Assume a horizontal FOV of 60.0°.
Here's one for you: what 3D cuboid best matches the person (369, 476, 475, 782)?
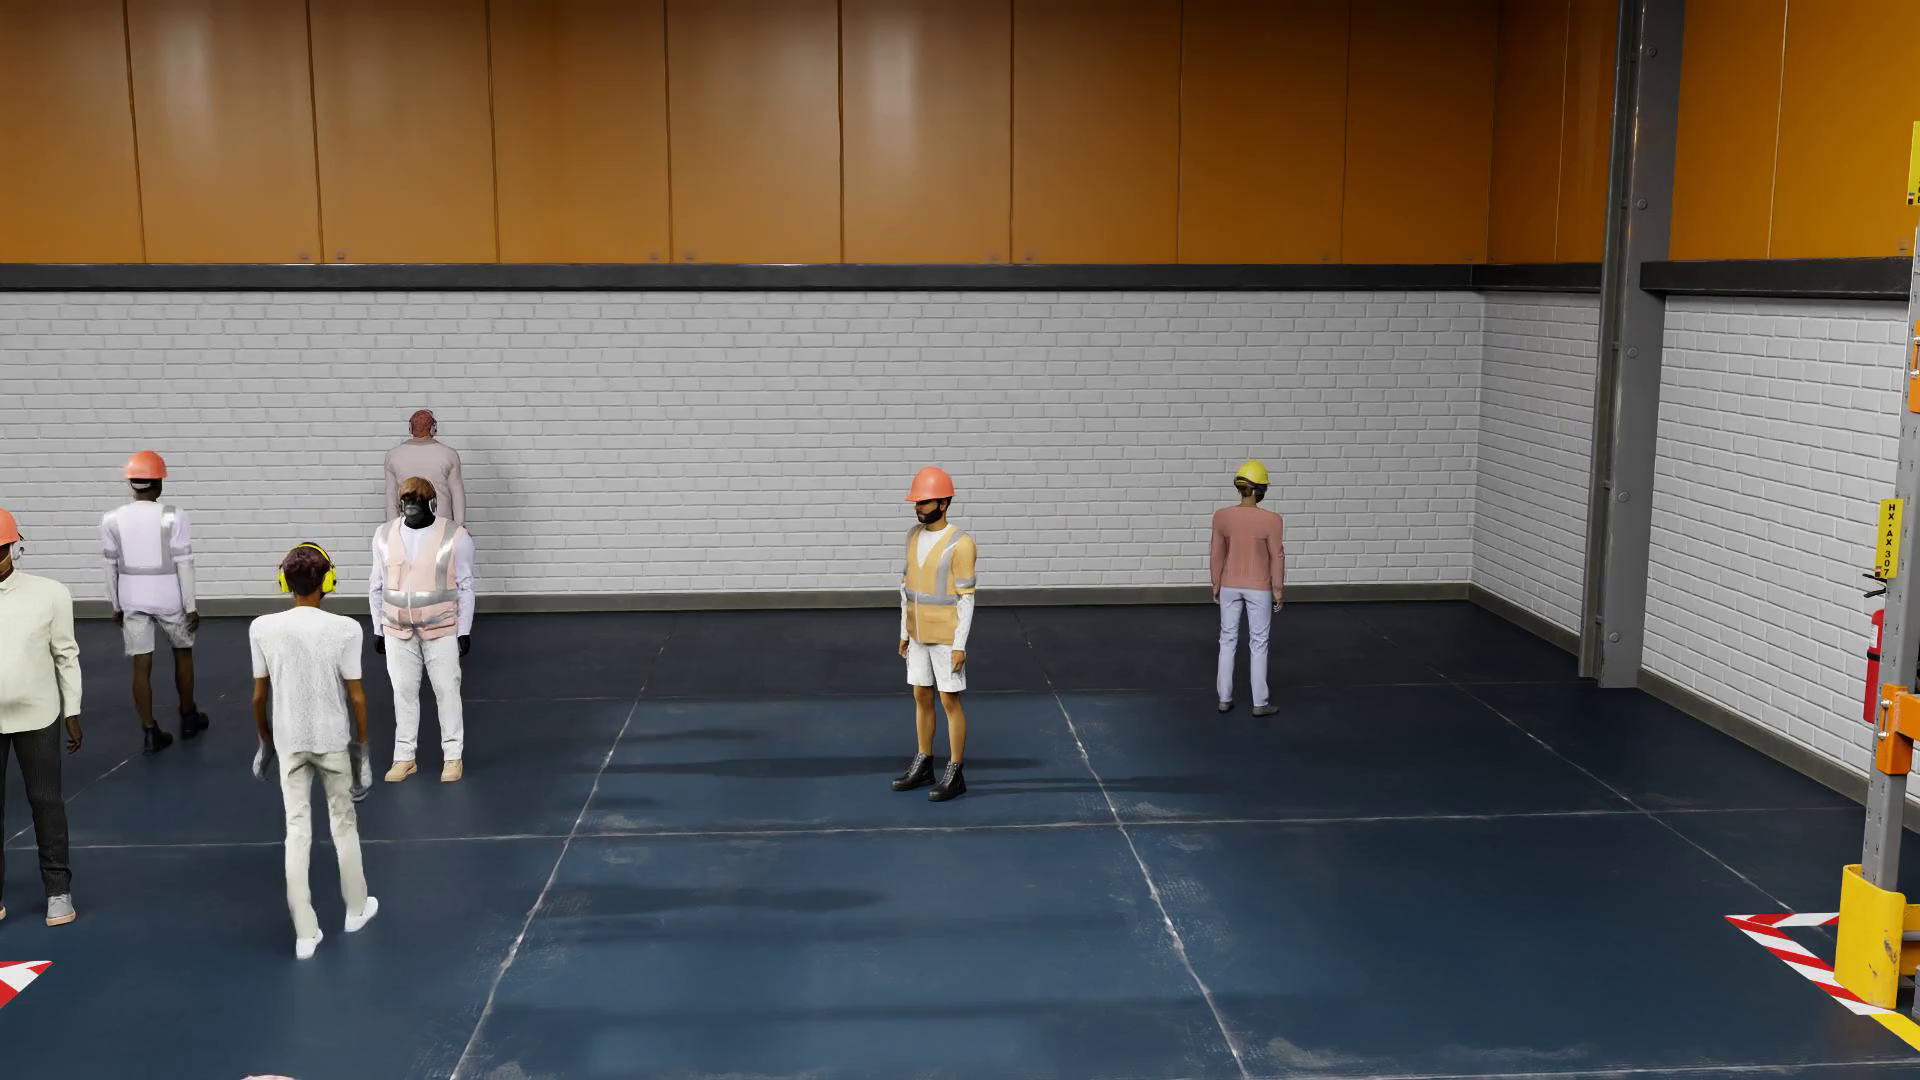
[{"bbox_3d":[-3.224,0.536,9.973,0.627,1.845,0.429,0,9,0],"label":"person"}]

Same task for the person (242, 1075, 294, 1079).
[{"bbox_3d":[-0.977,1.702,2.453,0.643,1.909,0.409,-2,9,-11],"label":"person"}]

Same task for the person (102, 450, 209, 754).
[{"bbox_3d":[-5.169,0.374,10.753,0.571,1.913,0.779,-1,9,-7],"label":"person"}]

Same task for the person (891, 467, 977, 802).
[{"bbox_3d":[-0.156,0.540,9.647,0.544,1.939,0.354,9,12,43],"label":"person"}]

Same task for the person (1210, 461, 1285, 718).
[{"bbox_3d":[1.987,0.335,11.477,0.531,1.765,0.327,6,11,31],"label":"person"}]

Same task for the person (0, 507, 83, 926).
[{"bbox_3d":[-4.403,0.823,7.692,0.623,1.993,0.384,-4,10,-22],"label":"person"}]

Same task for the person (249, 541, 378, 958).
[{"bbox_3d":[-2.928,0.927,7.519,0.561,1.868,0.520,-1,9,-8],"label":"person"}]

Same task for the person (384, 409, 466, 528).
[{"bbox_3d":[-4.515,-0.157,14.120,0.652,1.906,0.409,-1,9,-6],"label":"person"}]
